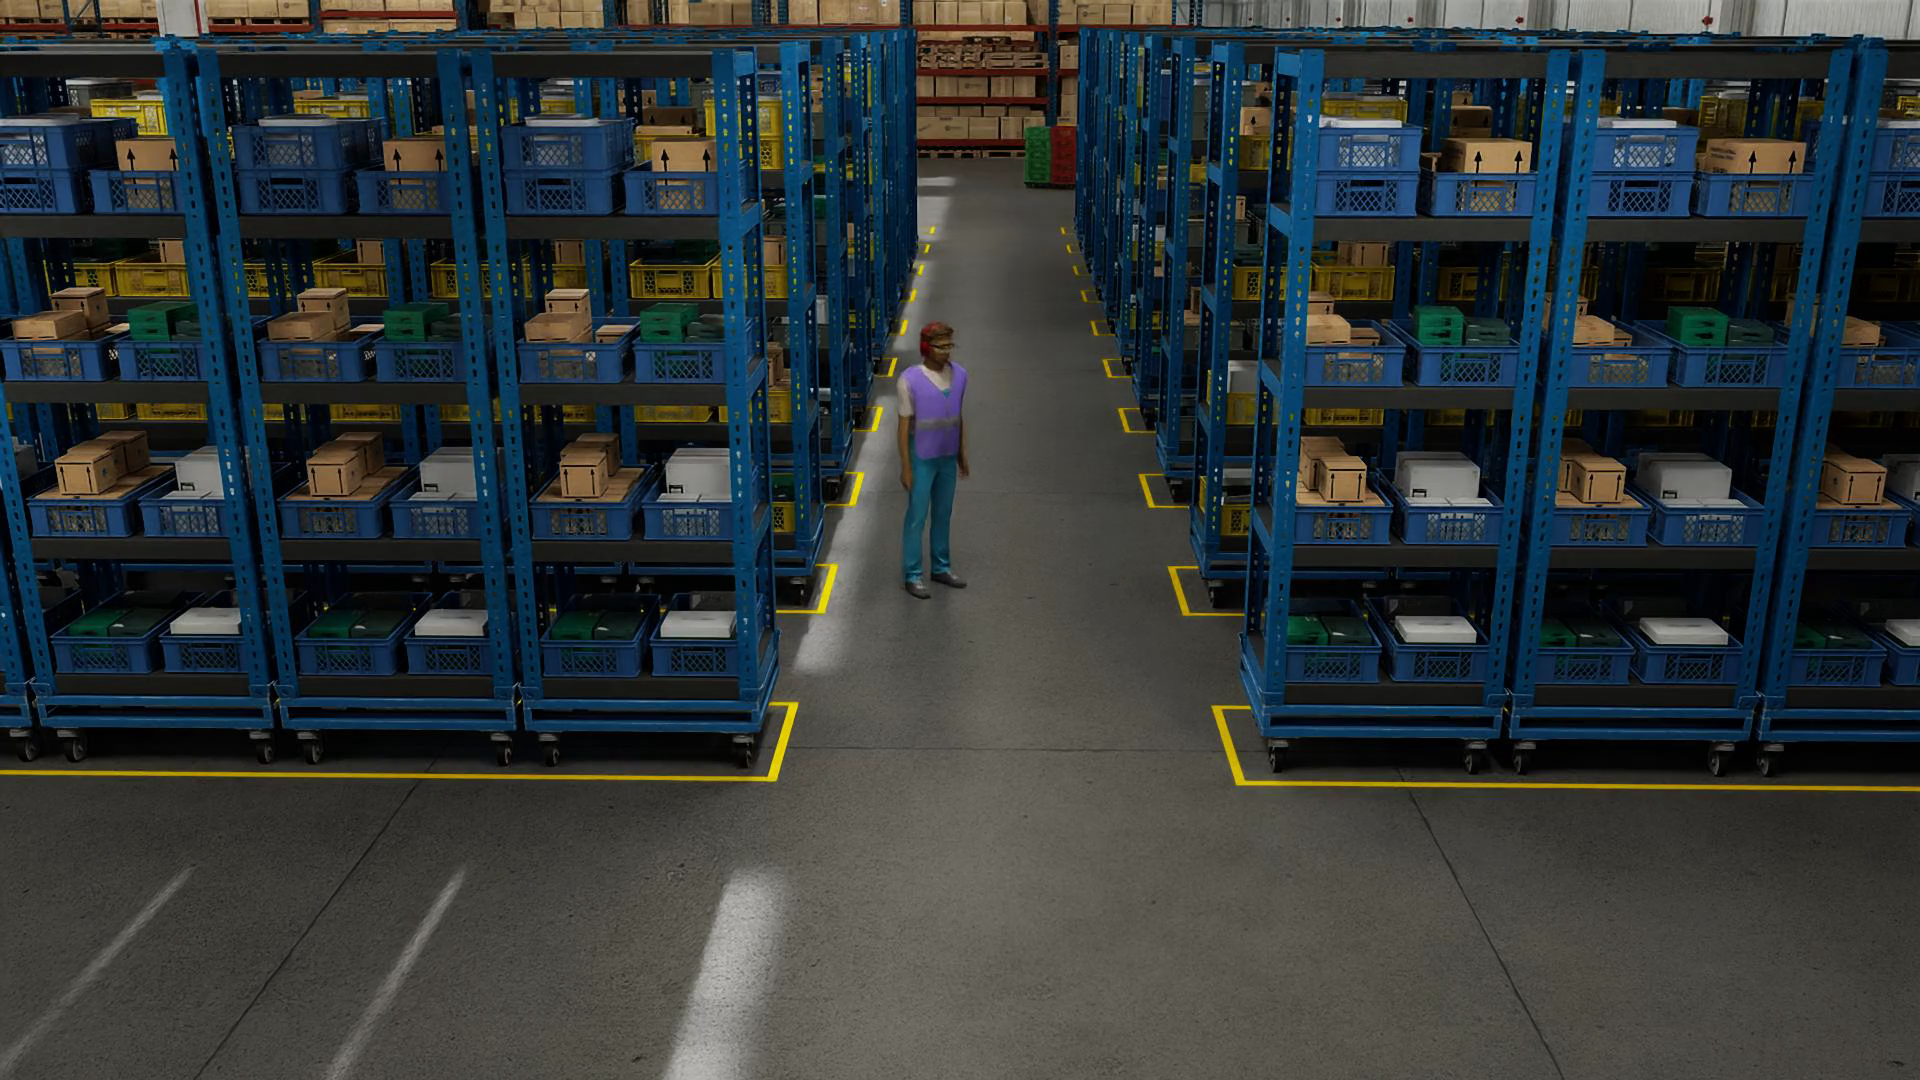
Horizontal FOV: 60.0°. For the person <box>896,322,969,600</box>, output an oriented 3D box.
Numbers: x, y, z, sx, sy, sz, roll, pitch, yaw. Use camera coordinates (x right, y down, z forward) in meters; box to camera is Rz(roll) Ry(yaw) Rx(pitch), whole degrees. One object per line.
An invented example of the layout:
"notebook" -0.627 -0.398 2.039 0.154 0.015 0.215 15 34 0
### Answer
"person" -0.193 -0.543 11.073 0.570 1.840 0.373 -16 23 -40
